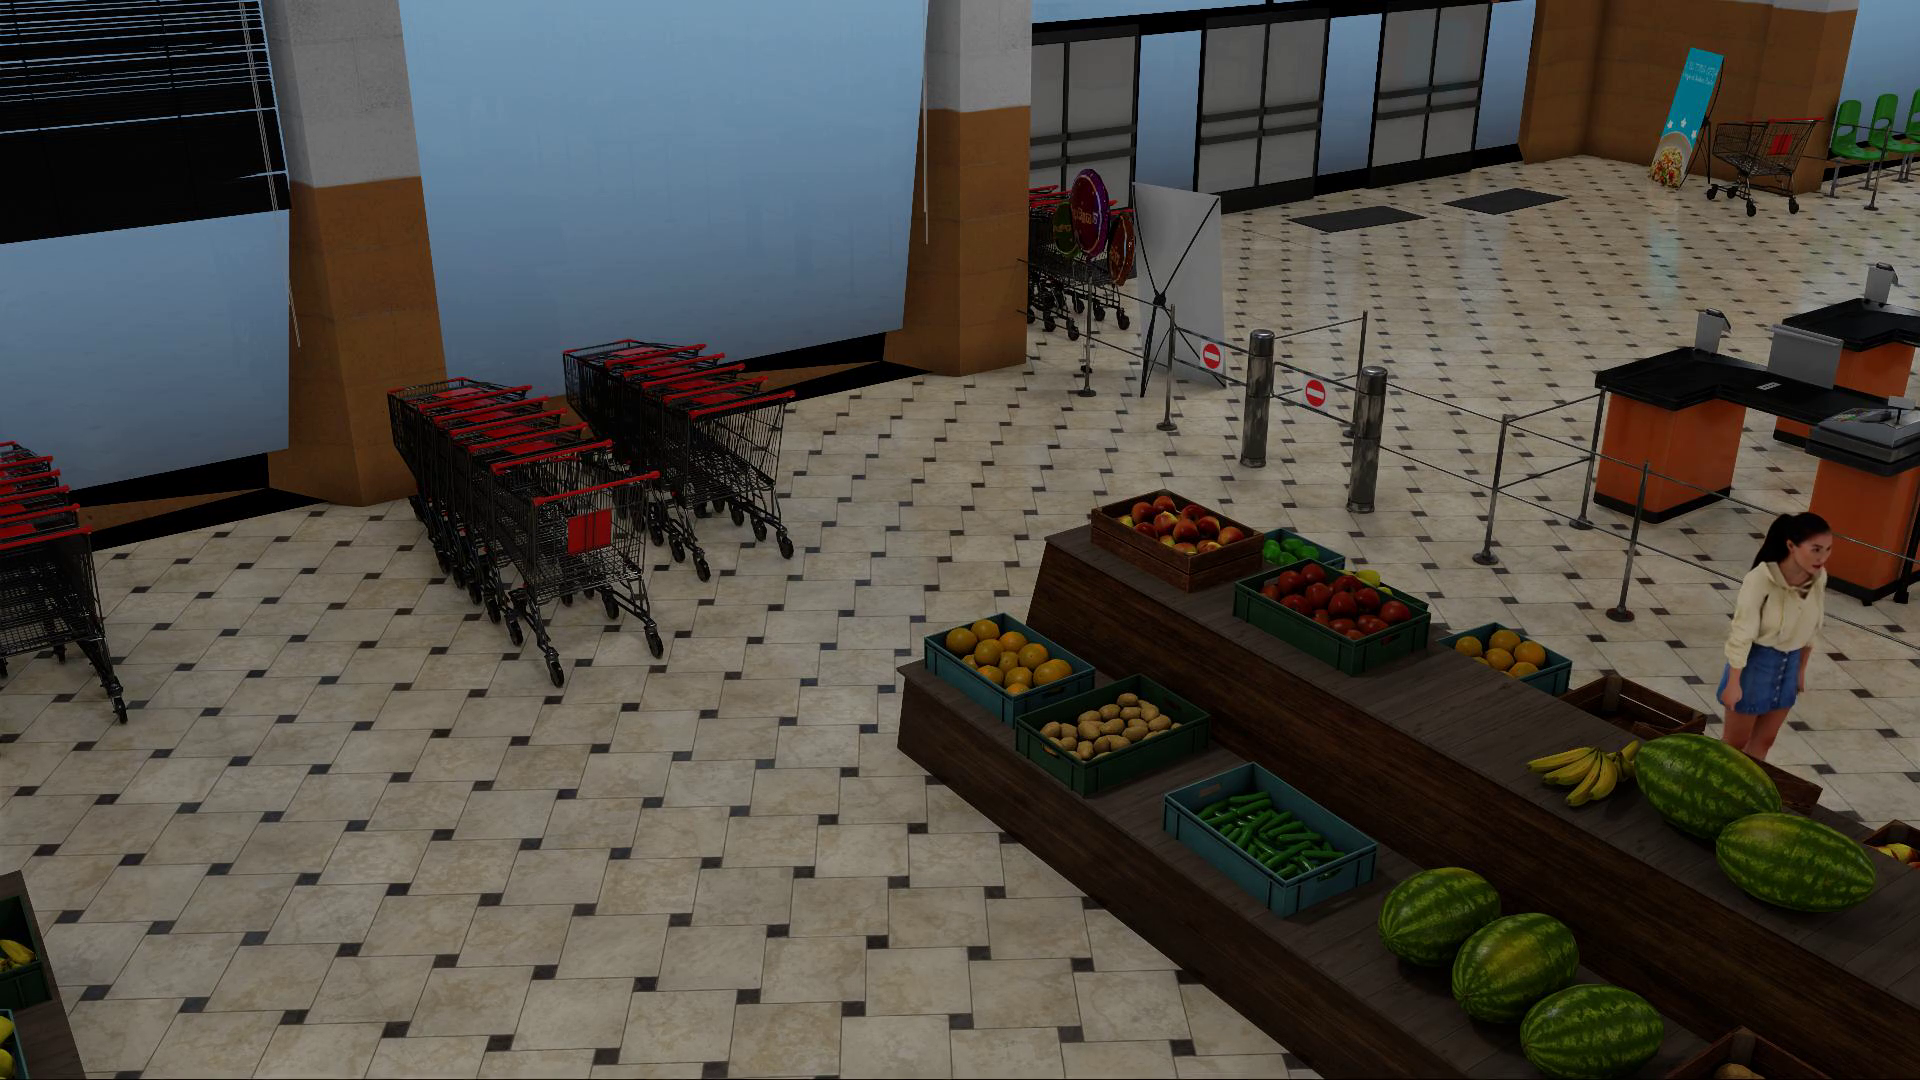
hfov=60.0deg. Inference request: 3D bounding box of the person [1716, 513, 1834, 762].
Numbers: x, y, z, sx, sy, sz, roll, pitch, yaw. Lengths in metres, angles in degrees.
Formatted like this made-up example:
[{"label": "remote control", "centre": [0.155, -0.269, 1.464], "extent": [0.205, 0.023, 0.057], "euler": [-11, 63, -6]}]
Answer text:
[{"label": "person", "centre": [3.715, 0.605, 7.687], "extent": [0.707, 1.623, 0.670], "euler": [-8, 25, -18]}]
